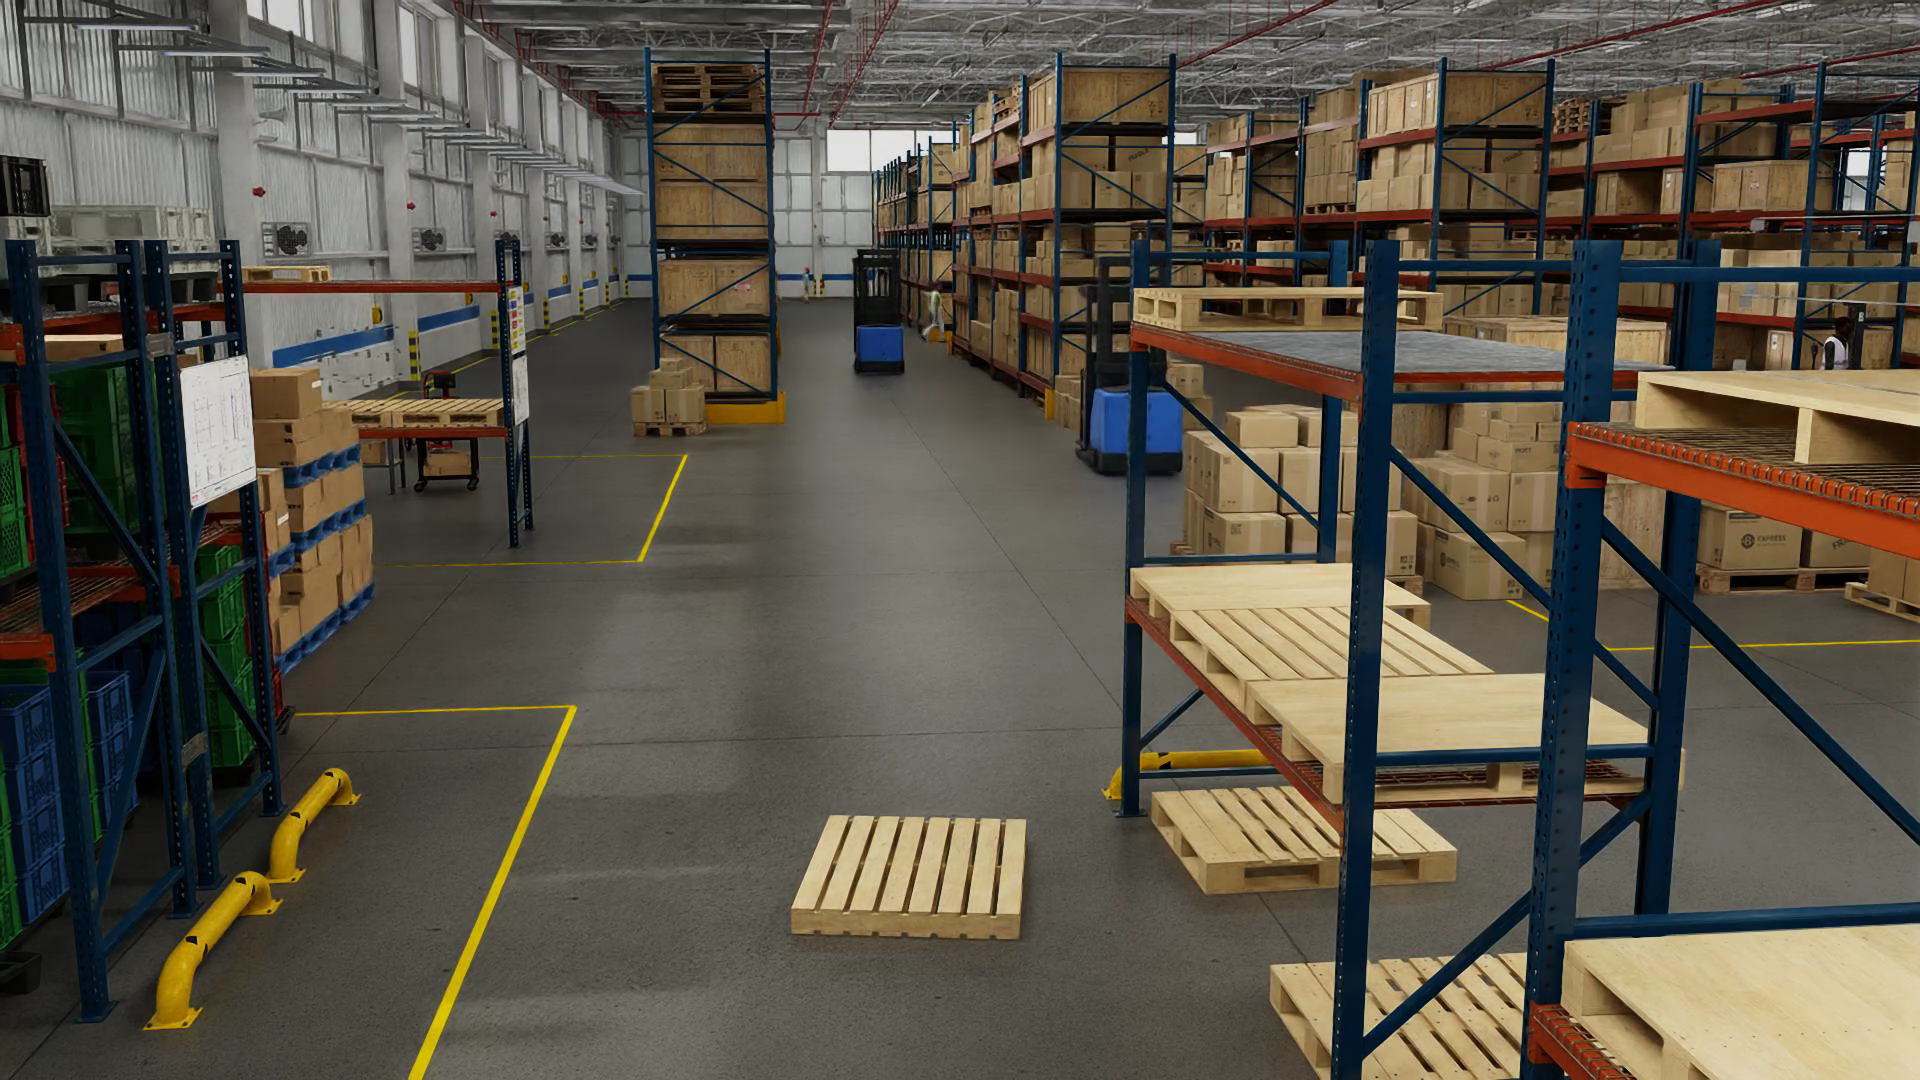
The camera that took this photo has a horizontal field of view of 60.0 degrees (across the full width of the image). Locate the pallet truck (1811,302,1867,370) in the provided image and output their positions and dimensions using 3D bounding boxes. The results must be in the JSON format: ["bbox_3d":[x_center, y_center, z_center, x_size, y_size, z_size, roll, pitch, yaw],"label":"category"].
[{"bbox_3d":[15.846,-3.142,28.793,1.885,1.965,0.823,2,10,12],"label":"pallet truck"}]

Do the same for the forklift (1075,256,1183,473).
[{"bbox_3d":[2.261,-2.364,22.032,1.129,2.768,1.873,-1,10,-6],"label":"forklift"}]

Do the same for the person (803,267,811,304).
[{"bbox_3d":[-7.284,-12.132,79.301,0.384,1.737,0.594,-1,10,-3],"label":"person"}]

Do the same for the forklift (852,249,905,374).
[{"bbox_3d":[-1.875,-5.262,38.092,1.129,2.768,1.873,-1,10,-6],"label":"forklift"}]

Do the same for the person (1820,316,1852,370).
[{"bbox_3d":[13.008,-2.371,24.768,0.587,1.911,0.397,-9,14,-42],"label":"person"}]

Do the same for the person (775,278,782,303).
[{"bbox_3d":[-8.752,-11.928,78.538,0.610,1.622,0.521,0,10,-2],"label":"person"}]

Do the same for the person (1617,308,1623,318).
[{"bbox_3d":[11.587,-3.187,29.472,0.633,1.842,0.429,10,14,43],"label":"person"}]

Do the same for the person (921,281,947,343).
[{"bbox_3d":[-0.729,-6.753,49.271,0.777,1.823,0.576,-2,10,-11],"label":"person"}]
